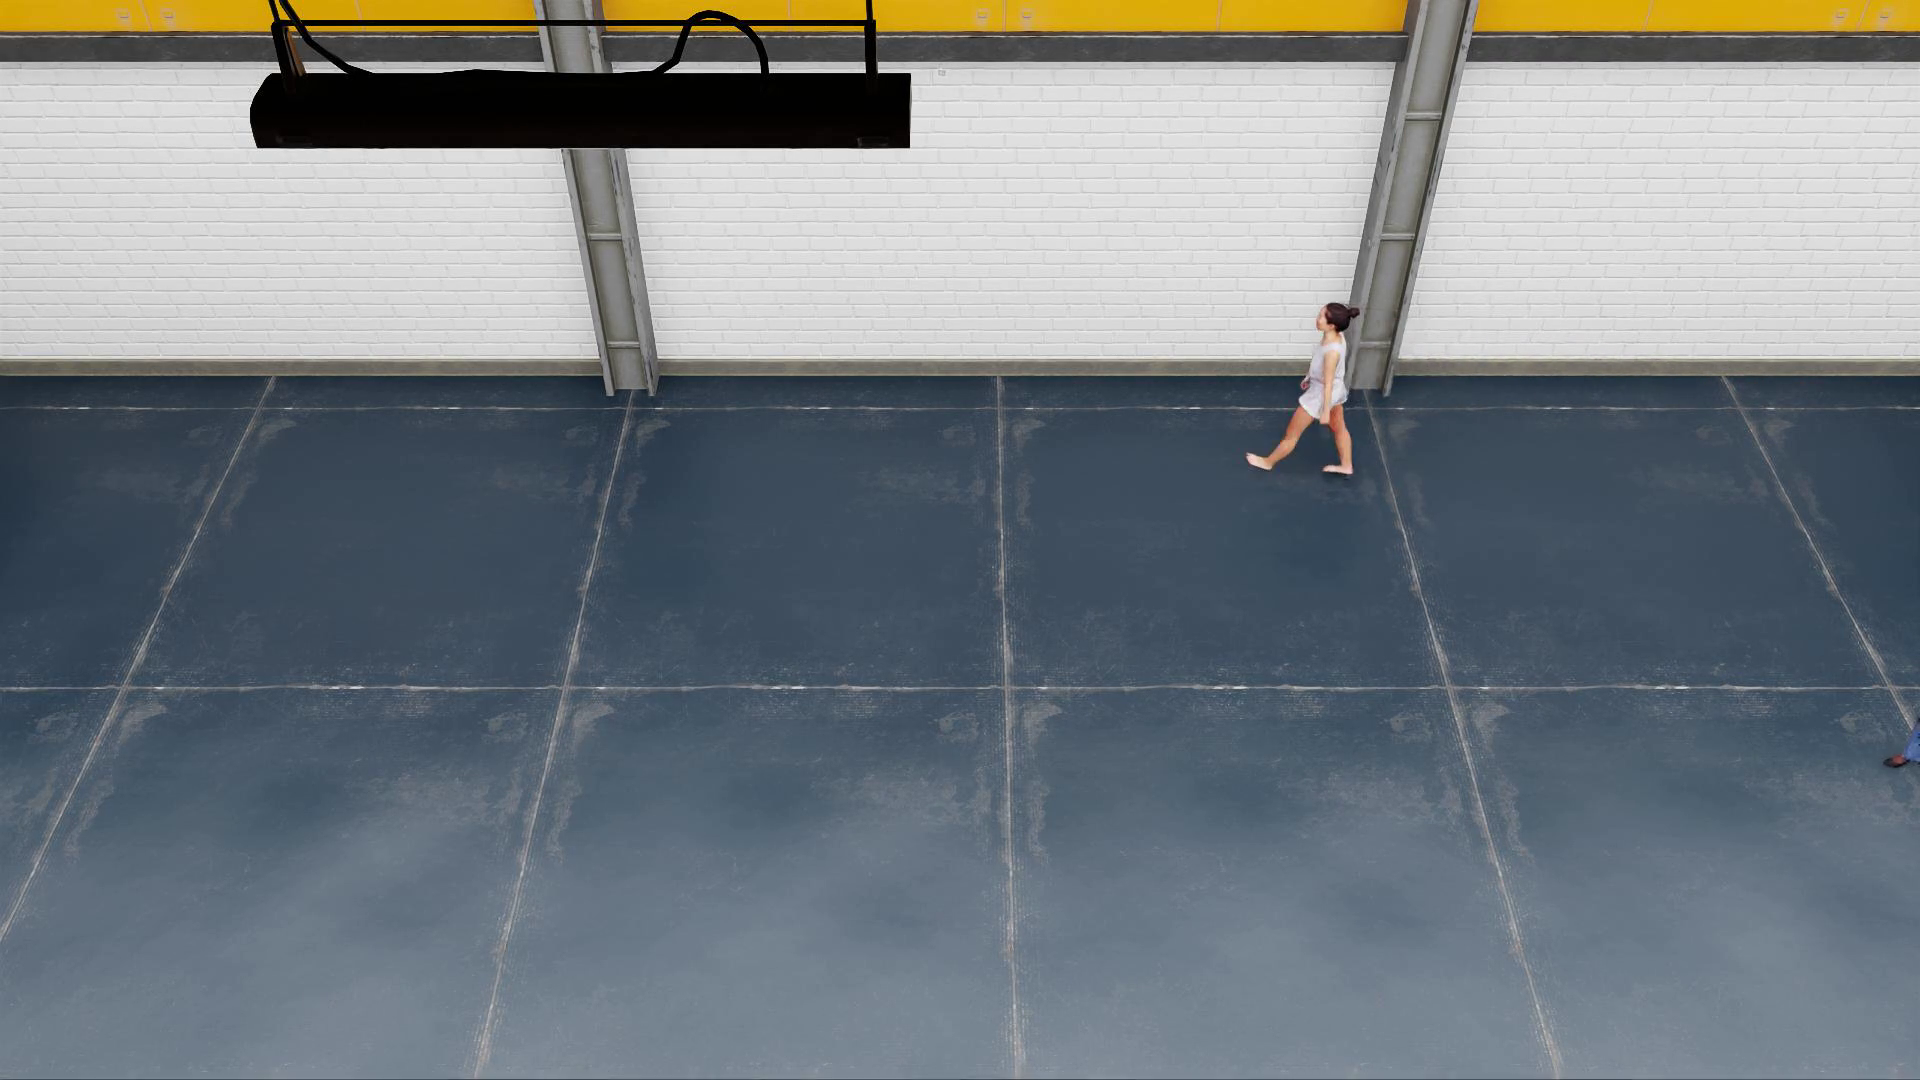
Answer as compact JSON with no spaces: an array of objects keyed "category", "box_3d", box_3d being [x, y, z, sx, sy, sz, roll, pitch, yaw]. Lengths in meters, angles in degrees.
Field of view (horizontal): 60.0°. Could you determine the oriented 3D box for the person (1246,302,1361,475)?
[{"category":"person","box_3d":[2.772,-1.058,12.315,1.105,1.562,0.768,10,45,11]}]
